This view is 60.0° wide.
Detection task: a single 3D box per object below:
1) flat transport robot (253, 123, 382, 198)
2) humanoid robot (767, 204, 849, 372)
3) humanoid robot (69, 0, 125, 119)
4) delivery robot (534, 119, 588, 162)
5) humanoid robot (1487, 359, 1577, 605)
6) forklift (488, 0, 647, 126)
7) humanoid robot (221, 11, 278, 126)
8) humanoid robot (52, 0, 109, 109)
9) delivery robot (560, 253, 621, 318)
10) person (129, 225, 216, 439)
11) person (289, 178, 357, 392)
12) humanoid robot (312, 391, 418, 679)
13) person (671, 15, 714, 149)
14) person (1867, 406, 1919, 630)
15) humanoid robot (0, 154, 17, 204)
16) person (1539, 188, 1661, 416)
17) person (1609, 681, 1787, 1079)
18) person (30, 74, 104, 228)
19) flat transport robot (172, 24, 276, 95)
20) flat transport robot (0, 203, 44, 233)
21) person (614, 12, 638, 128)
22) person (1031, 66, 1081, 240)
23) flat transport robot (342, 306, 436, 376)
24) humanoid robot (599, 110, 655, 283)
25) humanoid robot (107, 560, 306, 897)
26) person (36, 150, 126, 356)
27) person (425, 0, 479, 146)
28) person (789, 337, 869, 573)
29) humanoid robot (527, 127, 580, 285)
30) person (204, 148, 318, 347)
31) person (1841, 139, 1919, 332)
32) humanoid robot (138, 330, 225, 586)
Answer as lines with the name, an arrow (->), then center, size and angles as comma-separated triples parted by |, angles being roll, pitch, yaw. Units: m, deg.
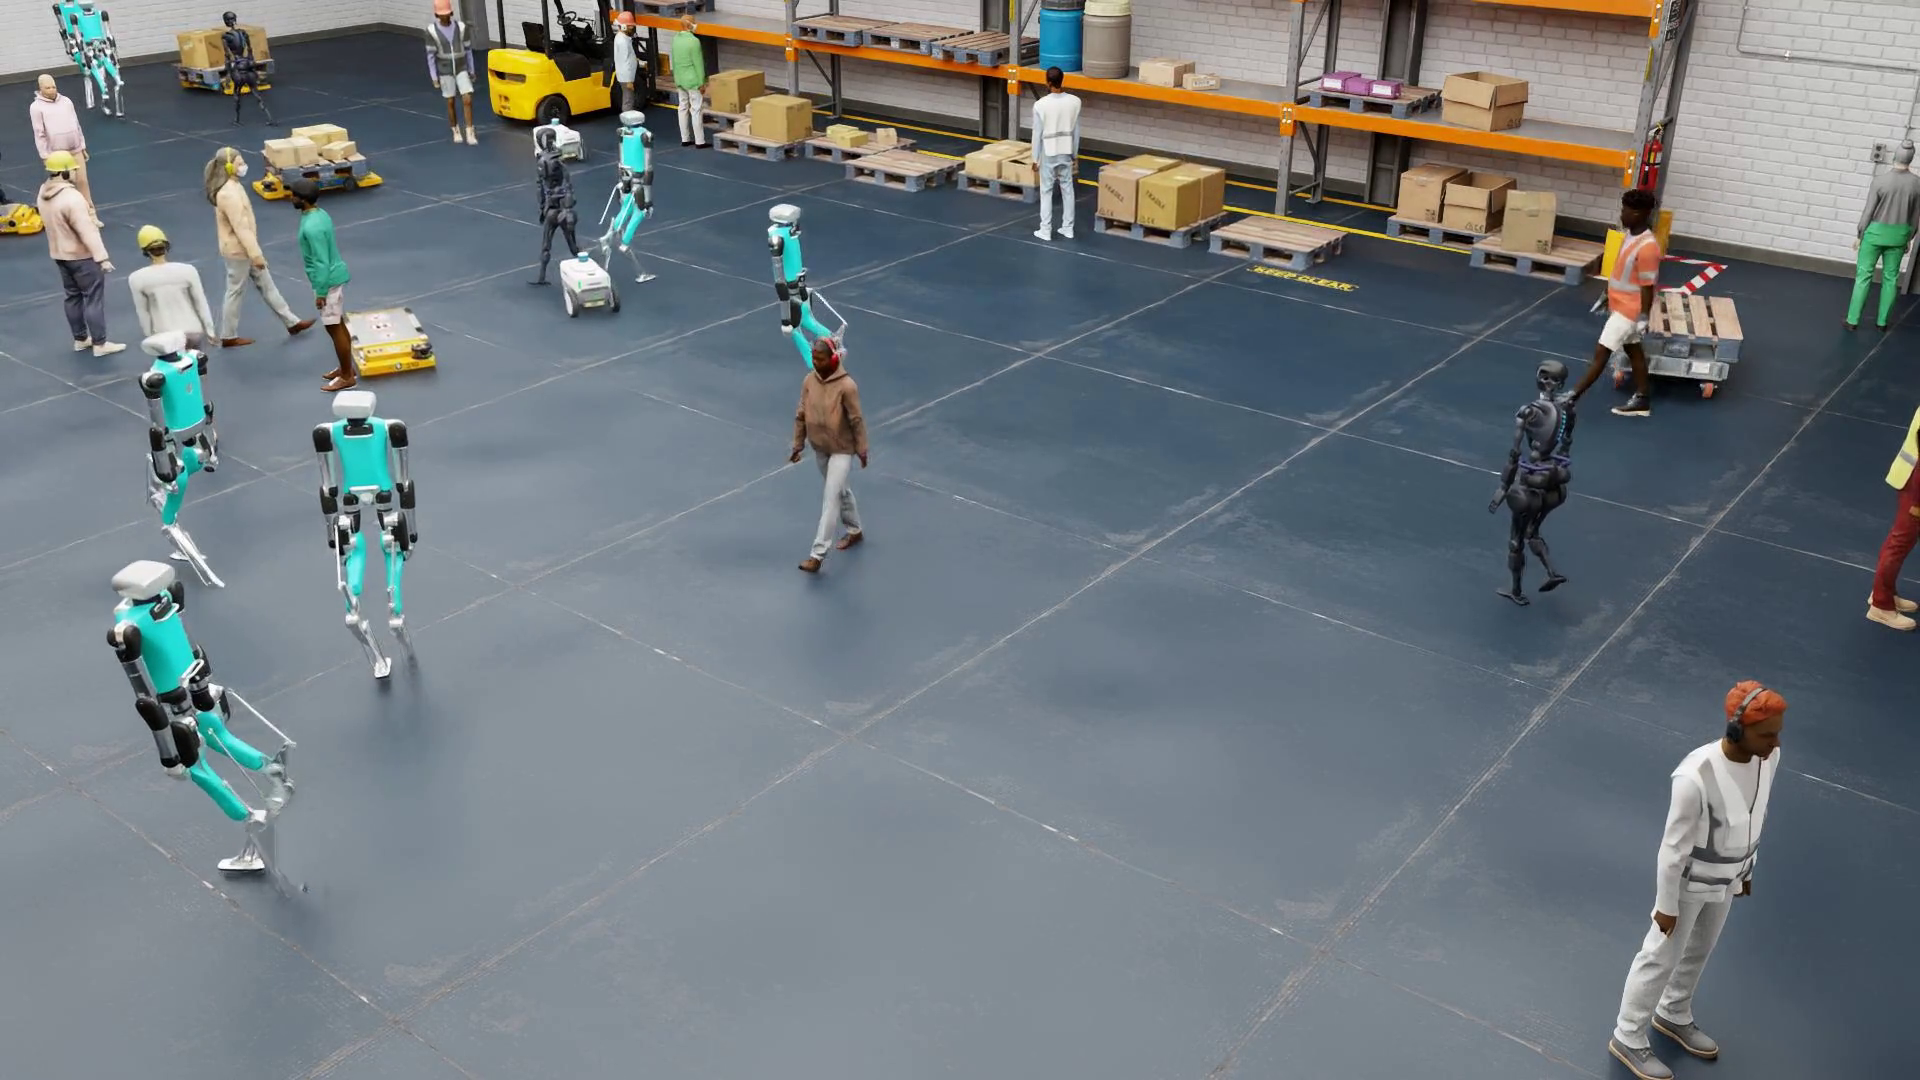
flat transport robot -> -8.116, -4.551, 20.996 | 1.431, 0.231, 0.659 | -16, 30, -29
humanoid robot -> -1.203, -1.833, 13.803 | 0.710, 1.889, 0.542 | 5, 26, 11
humanoid robot -> -12.599, -7.015, 24.450 | 0.538, 1.758, 1.030 | -18, 31, -33
delivery robot -> -5.395, -5.345, 22.289 | 0.499, 0.575, 0.759 | -23, 34, -39
humanoid robot -> 3.714, -0.348, 10.673 | 0.590, 1.651, 0.412 | -14, 29, -26
forklift -> -5.874, -7.334, 24.552 | 1.214, 2.155, 2.313 | 19, 32, 34
humanoid robot -> -10.423, -6.838, 24.169 | 0.780, 1.627, 0.611 | 8, 27, 16
humanoid robot -> -13.447, -7.573, 25.591 | 0.554, 1.770, 0.921 | -5, 26, -10
delivery robot -> -3.721, -2.560, 16.532 | 0.499, 0.586, 0.765 | -12, 28, -24
person -> -6.269, -1.661, 13.365 | 0.516, 1.695, 0.927 | -20, 32, -36
person -> -5.448, -2.195, 14.298 | 0.403, 1.850, 0.494 | -5, 26, -11
humanoid robot -> -3.453, 0.074, 9.760 | 0.541, 1.801, 0.786 | -6, 26, -11
person -> -3.712, -6.291, 22.861 | 0.539, 1.782, 0.388 | 19, 32, 34
person -> 6.050, -0.313, 10.495 | 0.381, 1.768, 0.467 | 16, 30, 29
humanoid robot -> -11.454, -4.650, 19.589 | 0.601, 1.647, 0.452 | 22, 33, 38
person -> 5.365, -1.932, 13.668 | 0.980, 1.914, 0.634 | 4, 26, 9
person -> 3.053, 1.396, 6.838 | 0.571, 1.877, 0.350 | -15, 30, -29
person -> -10.252, -4.418, 18.991 | 0.405, 1.775, 0.538 | 17, 31, 32
flat transport robot -> -11.882, -7.413, 26.922 | 1.431, 0.231, 0.659 | 16, 30, 30
flat transport robot -> -11.341, -3.654, 19.137 | 1.431, 0.231, 0.659 | -8, 27, -16
person -> -4.667, -6.541, 23.426 | 0.351, 1.739, 0.572 | -6, 26, -12
person -> 1.073, -4.316, 18.627 | 0.593, 1.910, 0.386 | -10, 28, -20
flat transport robot -> -5.327, -1.858, 15.418 | 0.659, 0.231, 1.431 | -12, 28, -23
humanoid robot -> -3.524, -3.412, 17.024 | 0.558, 1.828, 0.903 | 22, 34, 38
humanoid robot -> -3.495, 0.977, 7.991 | 0.767, 1.895, 0.544 | 1, 26, 2
person -> -8.049, -2.597, 15.126 | 0.798, 1.857, 0.431 | 16, 30, 29
person -> -6.987, -6.449, 22.937 | 0.625, 2.003, 0.852 | -11, 28, -22
person -> -0.919, -0.584, 11.227 | 0.499, 1.604, 0.860 | 16, 30, 30
humanoid robot -> -4.136, -3.404, 17.069 | 0.611, 1.649, 0.701 | 22, 34, 38
person -> -6.562, -2.705, 15.386 | 0.905, 1.833, 0.572 | -10, 27, -19
person -> 8.746, -2.876, 15.721 | 0.518, 1.839, 0.328 | 5, 26, 11
humanoid robot -> -5.264, -0.536, 11.027 | 0.827, 1.803, 0.541 | 8, 27, 15
